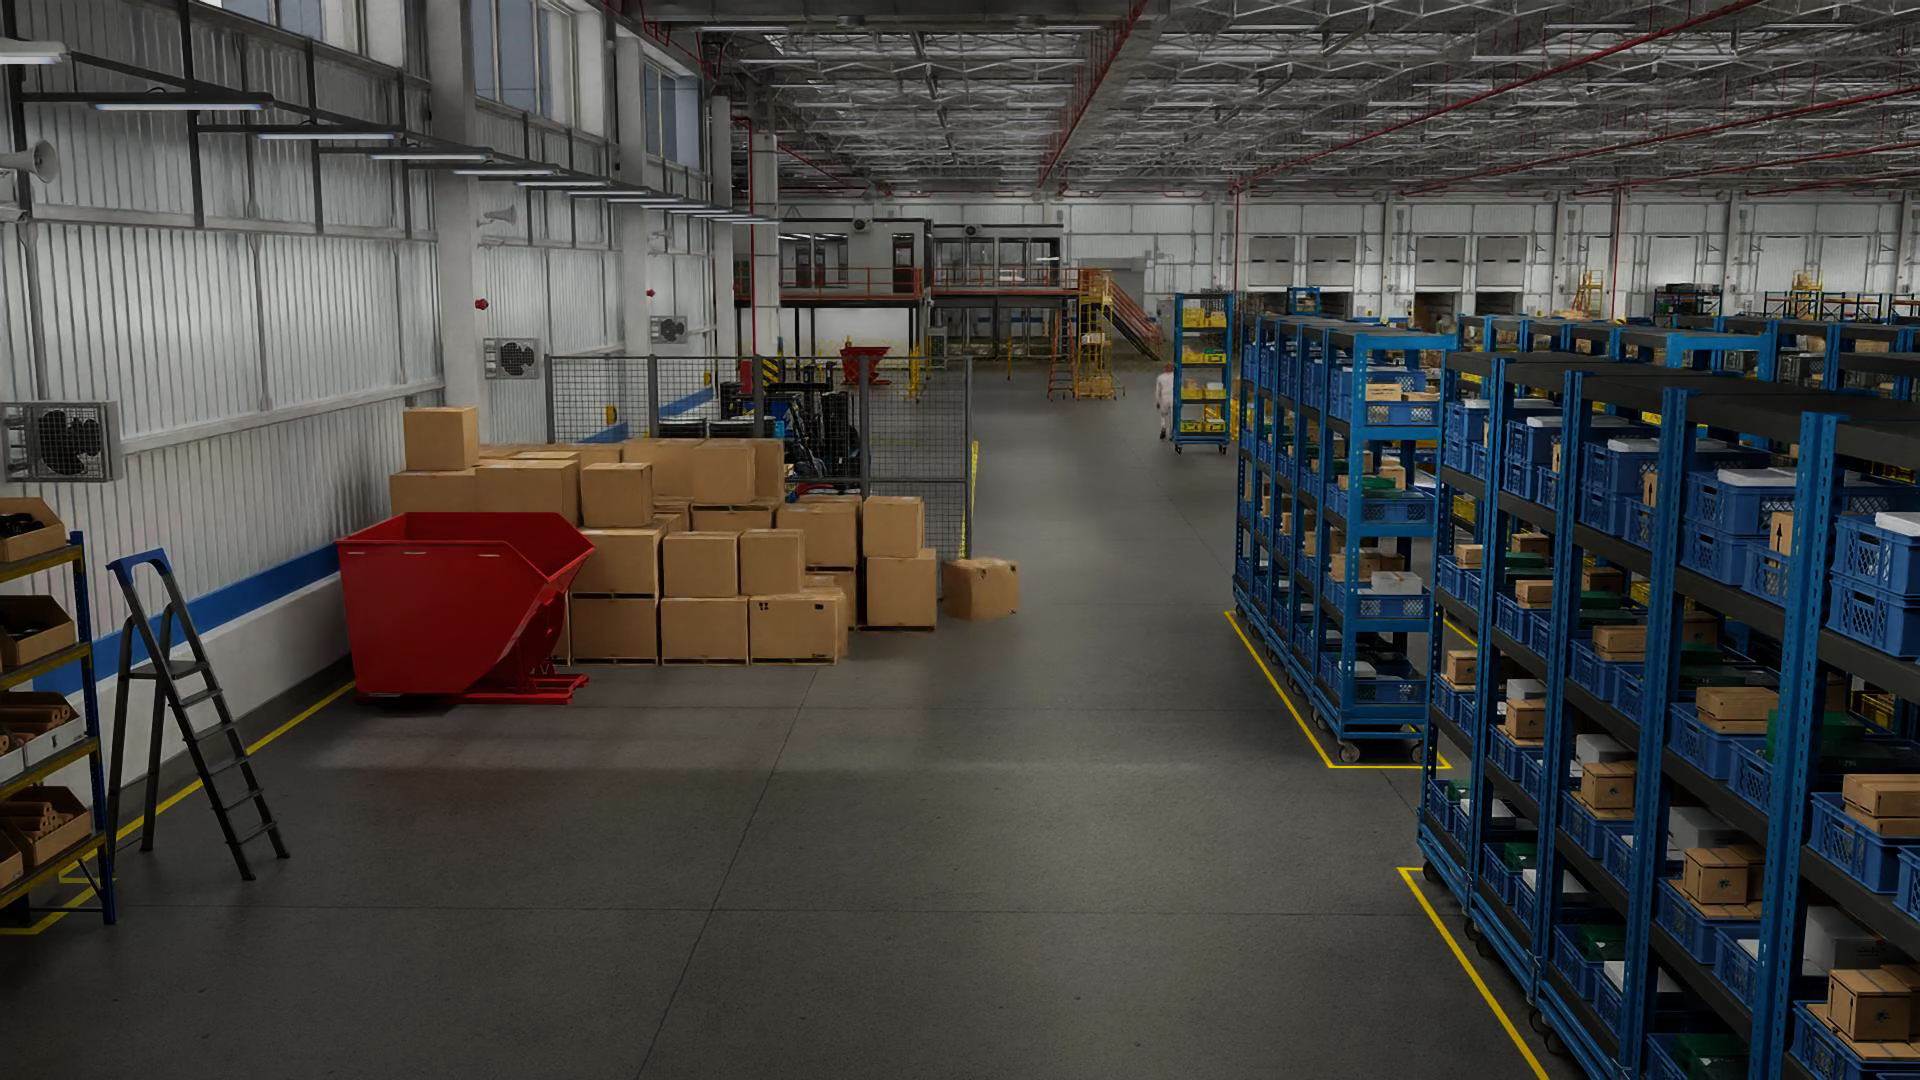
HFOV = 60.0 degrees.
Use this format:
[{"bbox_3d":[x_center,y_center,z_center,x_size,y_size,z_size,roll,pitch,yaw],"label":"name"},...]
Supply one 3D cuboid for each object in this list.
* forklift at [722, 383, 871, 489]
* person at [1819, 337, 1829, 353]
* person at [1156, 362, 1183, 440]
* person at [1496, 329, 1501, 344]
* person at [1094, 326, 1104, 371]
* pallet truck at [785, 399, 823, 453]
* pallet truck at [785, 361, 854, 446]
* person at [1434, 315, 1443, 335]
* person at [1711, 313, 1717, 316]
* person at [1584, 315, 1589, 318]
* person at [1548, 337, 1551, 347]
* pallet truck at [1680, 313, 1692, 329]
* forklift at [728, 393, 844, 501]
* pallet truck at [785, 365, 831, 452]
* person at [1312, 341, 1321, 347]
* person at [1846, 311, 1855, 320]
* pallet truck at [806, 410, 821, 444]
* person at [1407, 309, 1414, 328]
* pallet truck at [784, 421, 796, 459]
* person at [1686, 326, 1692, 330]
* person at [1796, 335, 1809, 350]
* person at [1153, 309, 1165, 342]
[{"bbox_3d":[-2.893,-1.687,28.729,2.680,1.987,1.157,0,9,-1],"label":"forklift"},{"bbox_3d":[30.961,-6.485,59.543,0.527,1.919,0.556,3,10,19],"label":"person"},{"bbox_3d":[5.095,-3.359,40.359,0.664,1.889,0.550,1,9,9],"label":"person"},{"bbox_3d":[25.971,-9.873,80.539,1.017,1.889,0.648,2,9,11],"label":"person"},{"bbox_3d":[5.713,-7.792,67.815,0.325,1.843,0.517,-4,10,-22],"label":"person"},{"bbox_3d":[-3.814,-2.432,36.419,1.630,1.274,0.653,0,9,1],"label":"pallet truck"},{"bbox_3d":[-3.410,-3.193,38.978,1.885,1.965,0.823,0,9,-1],"label":"pallet truck"},{"bbox_3d":[25.119,-10.890,87.037,0.827,1.814,0.625,1,9,9],"label":"person"},{"bbox_3d":[39.173,-10.851,86.437,0.382,1.923,0.591,-1,9,-5],"label":"person"},{"bbox_3d":[31.061,-10.189,82.471,0.353,1.886,0.573,-1,9,-8],"label":"person"},{"bbox_3d":[23.028,-7.326,64.710,0.979,1.927,0.613,2,9,11],"label":"person"},{"bbox_3d":[36.315,-10.531,84.244,0.823,1.965,1.885,-6,11,-33],"label":"pallet truck"},{"bbox_3d":[-2.979,-1.316,26.476,2.680,1.987,1.157,0,9,1],"label":"forklift"},{"bbox_3d":[-3.774,-2.976,37.635,1.885,1.965,0.823,1,9,5],"label":"pallet truck"},{"bbox_3d":[13.797,-7.219,64.048,0.591,1.922,0.390,4,10,21],"label":"person"},{"bbox_3d":[48.023,-11.349,89.564,0.669,1.912,0.554,-5,10,-27],"label":"person"},{"bbox_3d":[-3.559,-2.018,33.905,1.522,1.261,0.704,0,9,-1],"label":"pallet truck"},{"bbox_3d":[25.593,-12.173,94.621,0.398,1.918,0.586,5,10,28],"label":"person"},{"bbox_3d":[-4.013,-1.793,32.705,1.601,1.201,0.680,0,9,1],"label":"pallet truck"},{"bbox_3d":[30.273,-8.039,69.115,0.592,1.919,0.392,-7,12,-38],"label":"person"},{"bbox_3d":[33.207,-7.452,65.654,0.537,1.866,0.312,9,13,43],"label":"person"},{"bbox_3d":[11.471,-12.299,95.428,0.603,1.913,0.924,8,12,41],"label":"person"}]
